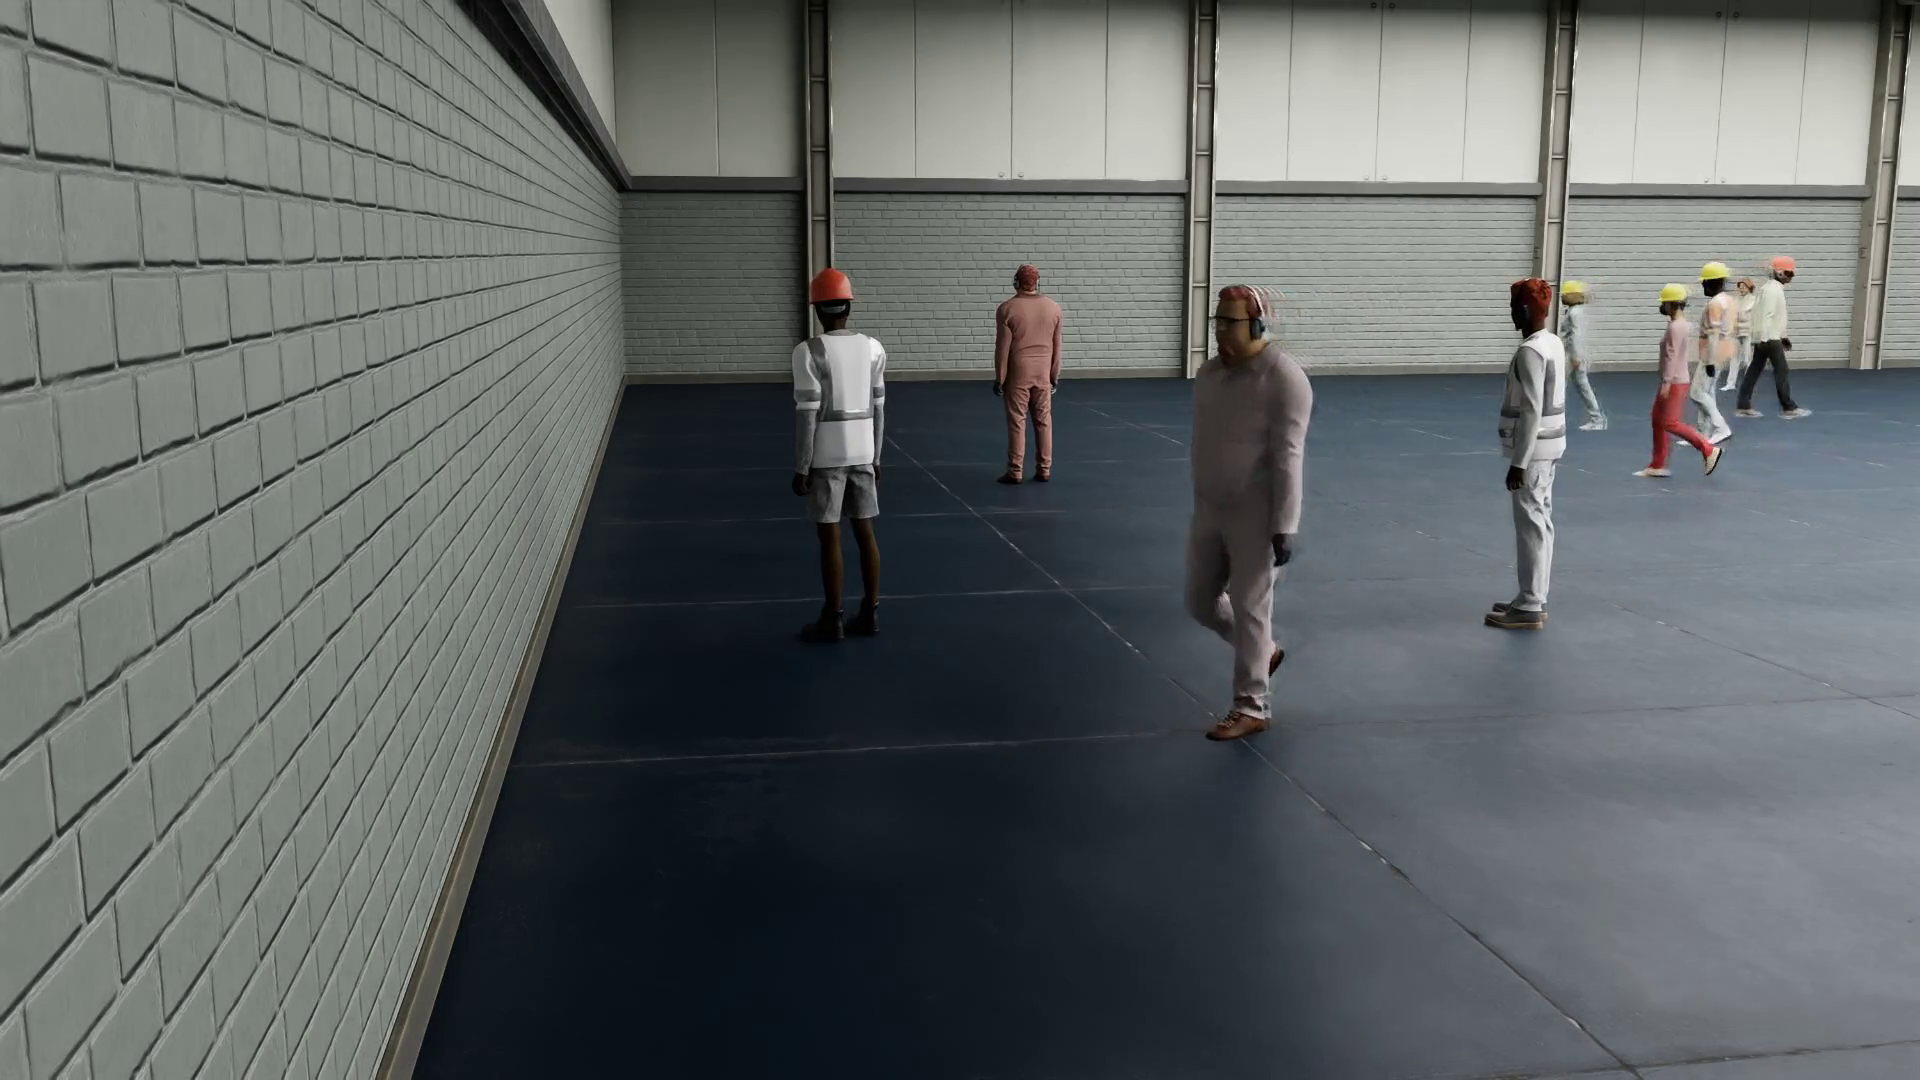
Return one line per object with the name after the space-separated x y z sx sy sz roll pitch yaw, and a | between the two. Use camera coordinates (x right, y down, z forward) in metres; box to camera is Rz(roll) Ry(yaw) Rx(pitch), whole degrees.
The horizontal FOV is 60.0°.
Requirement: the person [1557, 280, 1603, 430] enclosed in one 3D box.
6.884 -2.083 18.830 0.917 1.689 0.505 4 11 22 | person

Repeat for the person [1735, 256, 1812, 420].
9.901 -2.432 20.086 0.922 1.949 0.626 4 10 20 | person

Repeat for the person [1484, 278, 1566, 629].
3.061 -0.462 8.955 0.362 1.883 0.576 6 11 30 | person

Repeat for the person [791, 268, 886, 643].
-0.644 -0.432 8.635 0.547 1.934 0.376 -8 12 -37 | person

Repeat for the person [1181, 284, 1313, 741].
1.208 -0.119 6.977 0.517 1.892 0.651 -7 12 -36 | person

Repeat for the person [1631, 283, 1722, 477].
6.399 -1.395 14.737 0.667 1.749 0.530 4 11 21 | person

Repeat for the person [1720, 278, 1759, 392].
11.288 -2.952 23.996 0.311 1.639 0.512 -6 11 -29 | person

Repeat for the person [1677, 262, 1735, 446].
7.705 -1.893 17.095 0.489 1.918 0.595 7 12 36 | person

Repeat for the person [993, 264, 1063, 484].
0.574 -1.438 14.507 0.650 1.907 0.409 -5 11 -26 | person
